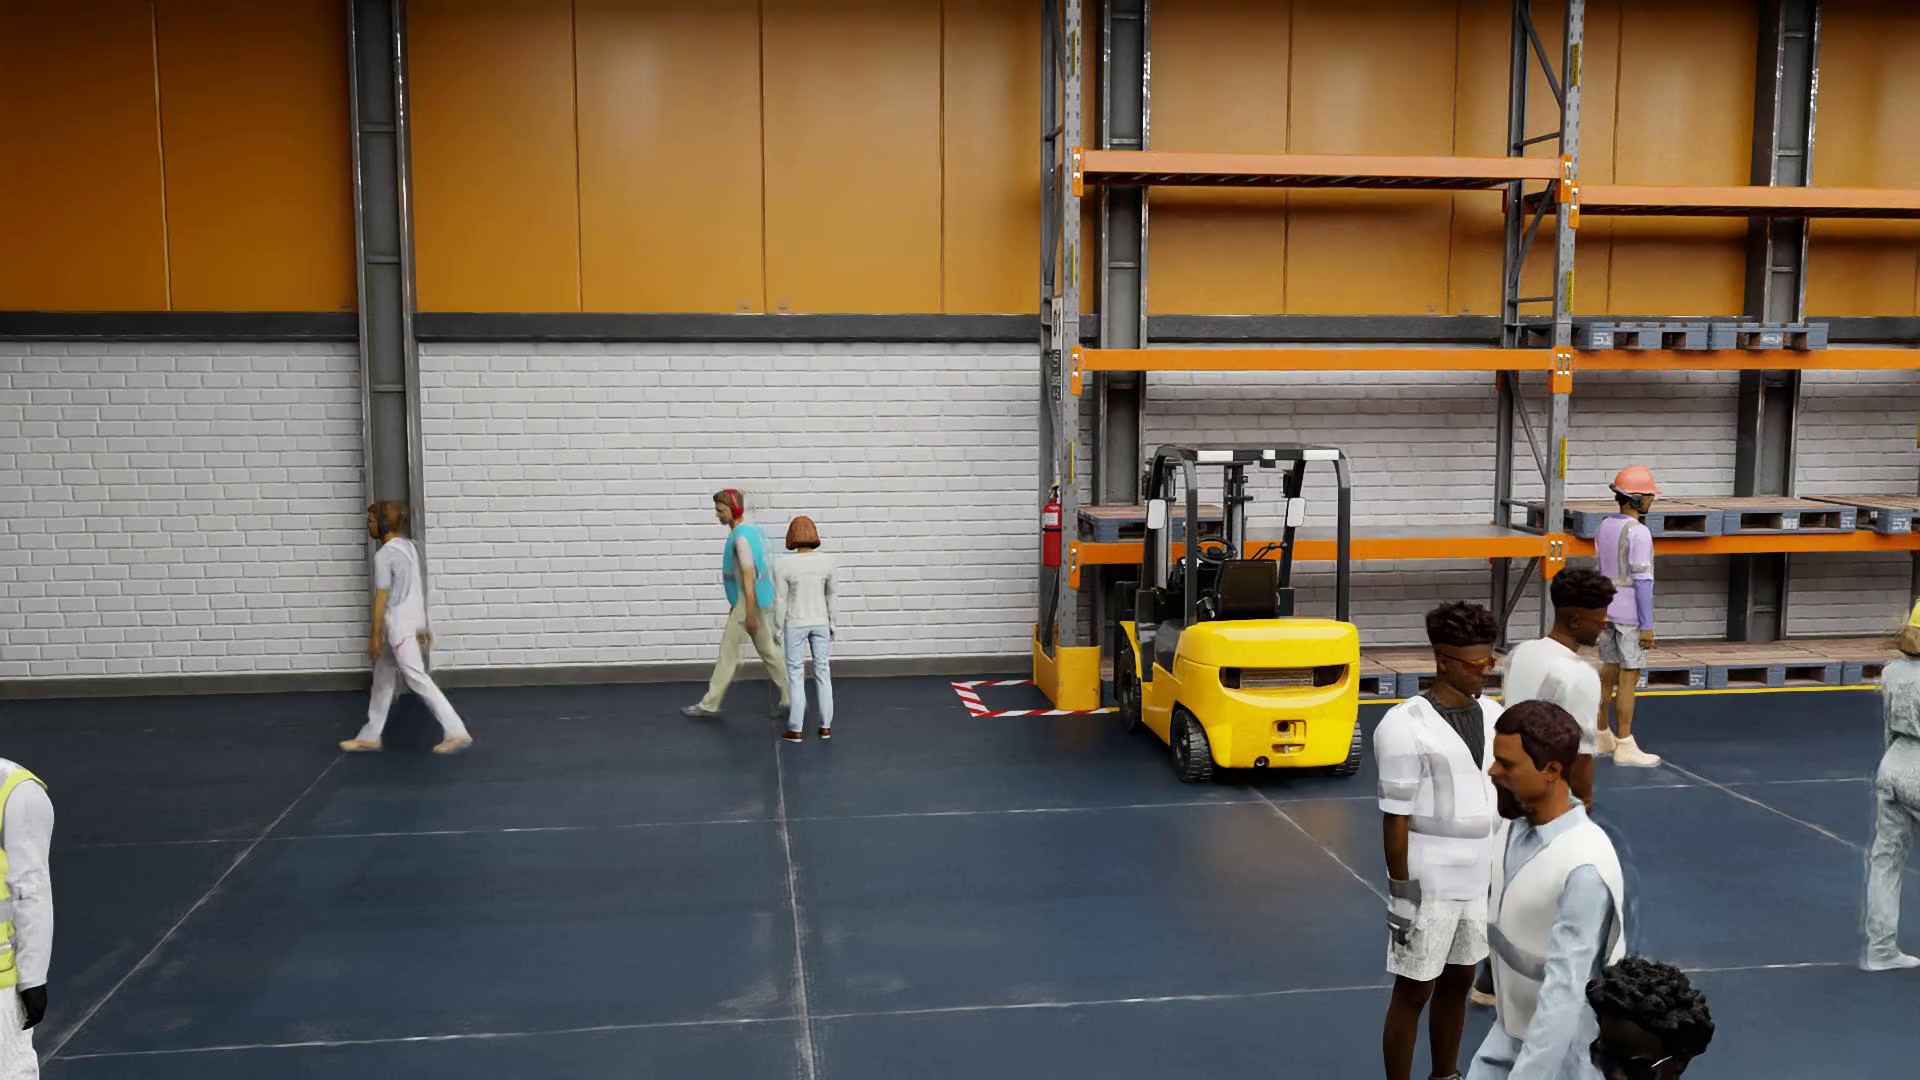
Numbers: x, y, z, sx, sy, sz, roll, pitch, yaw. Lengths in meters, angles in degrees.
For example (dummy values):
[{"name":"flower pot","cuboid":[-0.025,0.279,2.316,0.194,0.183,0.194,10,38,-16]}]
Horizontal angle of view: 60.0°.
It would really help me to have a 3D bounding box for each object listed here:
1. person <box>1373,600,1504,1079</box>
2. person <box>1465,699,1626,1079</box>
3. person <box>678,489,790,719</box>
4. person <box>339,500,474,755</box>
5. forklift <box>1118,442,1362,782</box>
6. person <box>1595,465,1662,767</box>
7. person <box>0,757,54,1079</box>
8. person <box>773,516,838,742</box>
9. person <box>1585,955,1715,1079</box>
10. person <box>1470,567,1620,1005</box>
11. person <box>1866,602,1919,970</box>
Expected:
[{"name":"person","cuboid":[1.705,1.178,5.827,0.605,1.966,0.367,-5,8,-36]},{"name":"person","cuboid":[1.465,1.368,4.511,0.923,1.879,0.601,0,7,-3]},{"name":"person","cuboid":[-1.645,0.497,12.615,0.959,1.781,0.591,0,7,-2]},{"name":"person","cuboid":[-3.850,0.612,11.550,0.965,1.803,0.524,0,7,1]},{"name":"forklift","cuboid":[1.912,0.418,11.496,1.214,2.155,2.313,-1,7,-8]},{"name":"person","cuboid":[4.551,0.511,11.333,0.372,2.044,0.607,-1,7,-7]},{"name":"person","cuboid":[-3.088,1.335,5.078,0.633,1.830,0.429,0,7,0]},{"name":"person","cuboid":[-1.115,0.638,12.001,0.498,1.633,0.289,-3,7,-27]},{"name":"person","cuboid":[1.300,1.617,3.185,0.535,1.691,0.318,6,9,45]},{"name":"person","cuboid":[2.435,1.067,6.895,0.445,1.940,0.647,-1,7,-6]},{"name":"person","cuboid":[4.408,1.103,7.500,0.615,1.722,0.499,-1,7,-11]}]
